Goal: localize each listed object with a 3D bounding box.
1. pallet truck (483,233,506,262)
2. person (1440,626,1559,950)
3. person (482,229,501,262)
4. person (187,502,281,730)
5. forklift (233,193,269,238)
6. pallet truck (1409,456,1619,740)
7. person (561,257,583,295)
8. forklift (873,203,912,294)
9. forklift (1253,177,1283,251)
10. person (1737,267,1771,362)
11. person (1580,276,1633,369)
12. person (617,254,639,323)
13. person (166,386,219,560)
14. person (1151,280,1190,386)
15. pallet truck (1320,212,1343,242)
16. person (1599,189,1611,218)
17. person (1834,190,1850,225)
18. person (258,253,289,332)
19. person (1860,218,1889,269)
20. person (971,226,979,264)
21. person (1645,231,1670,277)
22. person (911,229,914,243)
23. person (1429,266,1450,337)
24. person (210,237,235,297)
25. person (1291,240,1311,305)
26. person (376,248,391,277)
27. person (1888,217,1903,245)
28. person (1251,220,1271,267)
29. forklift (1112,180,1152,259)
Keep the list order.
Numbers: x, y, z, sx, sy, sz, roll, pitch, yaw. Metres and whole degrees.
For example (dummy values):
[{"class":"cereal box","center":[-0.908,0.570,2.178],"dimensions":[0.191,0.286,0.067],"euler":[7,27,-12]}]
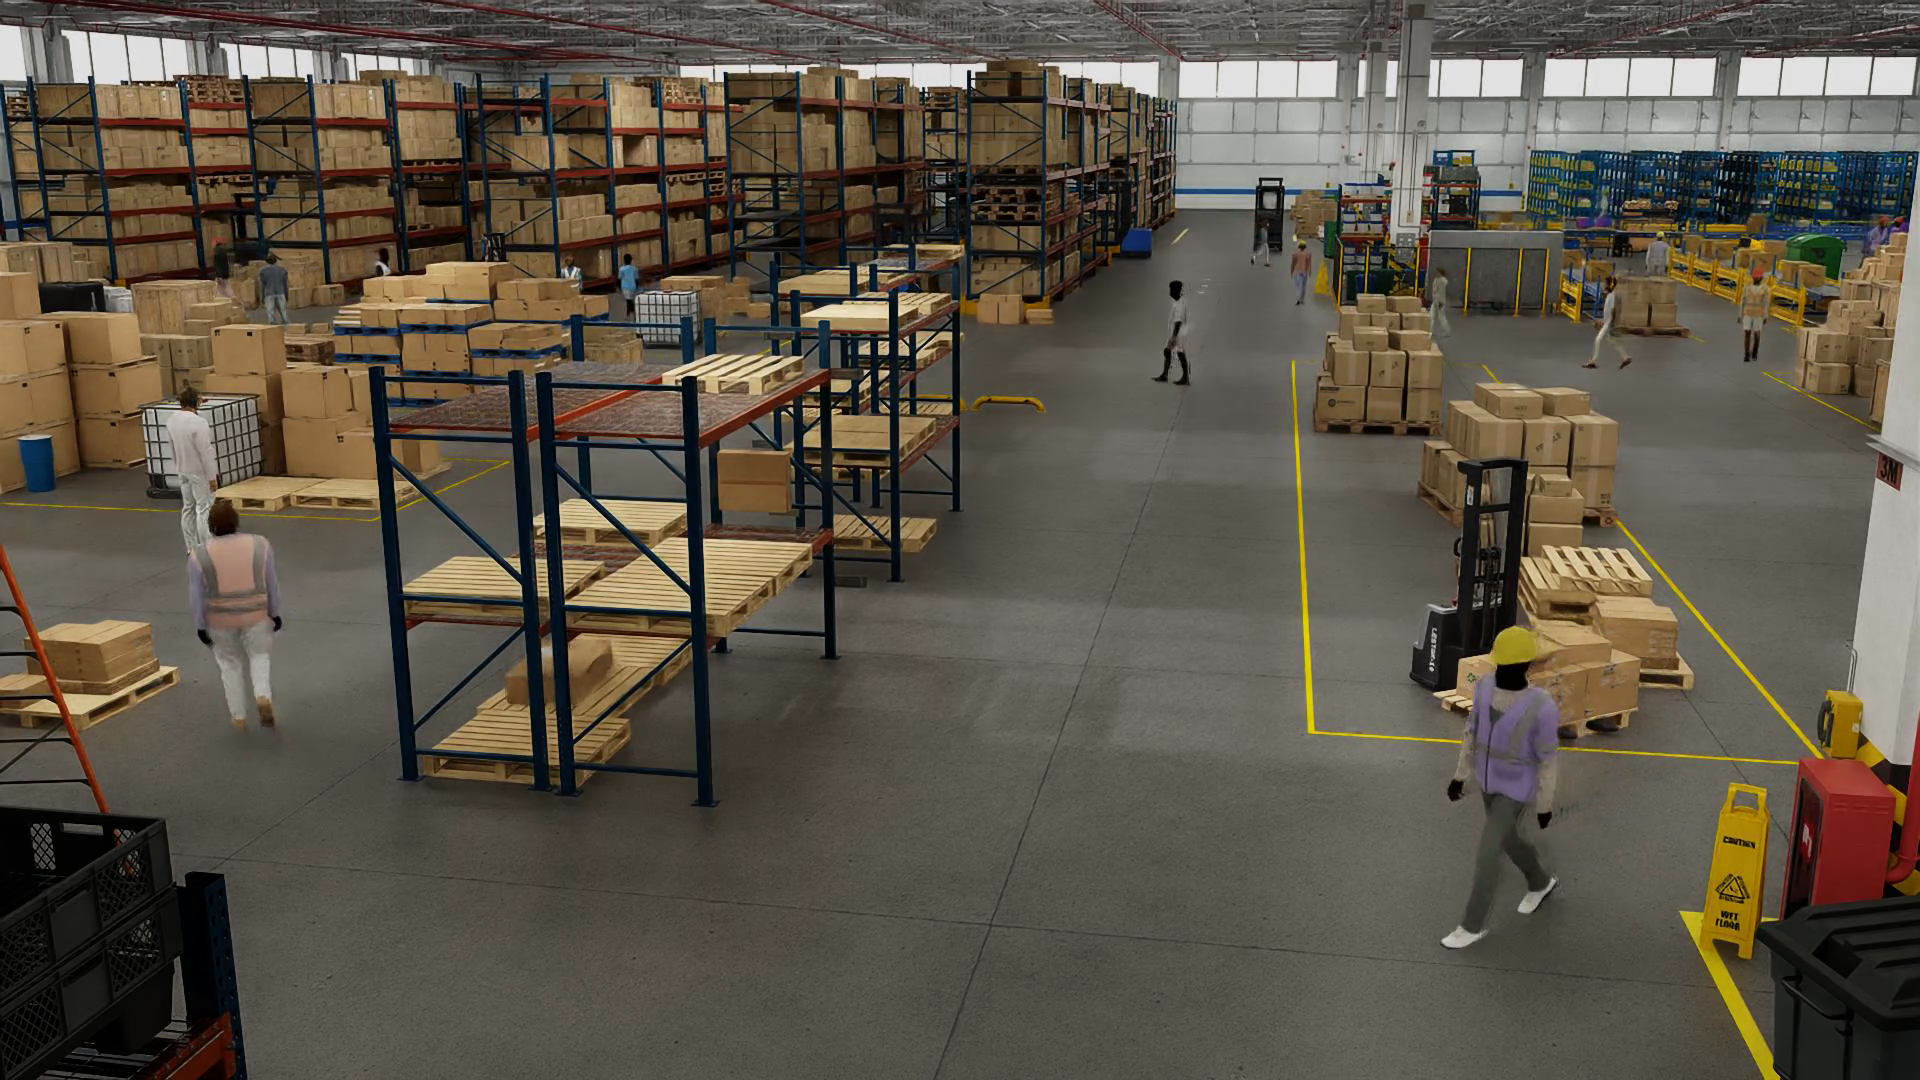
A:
[{"class":"pallet truck","center":[-11.832,-7.026,43.548],"dimensions":[1.885,1.965,0.823],"euler":[8,16,28]},{"class":"person","center":[3.205,1.384,9.638],"dimensions":[0.948,1.888,0.587],"euler":[-6,15,-23]},{"class":"person","center":[-14.199,-8.643,50.426],"dimensions":[0.632,1.846,0.429],"euler":[-11,18,-38]},{"class":"person","center":[-5.609,0.606,12.902],"dimensions":[0.649,1.829,0.482],"euler":[-8,16,-29]},{"class":"forklift","center":[-20.736,-8.815,48.993],"dimensions":[1.129,2.768,1.873],"euler":[-2,14,-7]},{"class":"pallet truck","center":[4.504,0.400,13.395],"dimensions":[0.823,1.965,1.885],"euler":[-6,15,-23]},{"class":"person","center":[-9.391,-6.032,40.264],"dimensions":[0.528,1.630,0.322],"euler":[0,14,2]},{"class":"forklift","center":[-1.699,-7.151,42.235],"dimensions":[1.129,2.768,1.873],"euler":[3,14,10]},{"class":"forklift","center":[12.083,-12.747,64.956],"dimensions":[1.129,2.768,1.873],"euler":[3,14,10]},{"class":"person","center":[16.081,-4.570,33.732],"dimensions":[0.554,1.920,0.426],"euler":[8,16,29]},{"class":"person","center":[12.779,-4.257,32.630],"dimensions":[0.925,1.837,0.519],"euler":[5,15,19]},{"class":"person","center":[-8.094,-6.164,40.747],"dimensions":[0.537,1.664,0.830],"euler":[-13,19,-43]},{"class":"person","center":[-8.268,-0.709,18.019],"dimensions":[0.634,1.940,0.367],"euler":[8,16,30]},{"class":"person","center":[3.869,-3.788,30.518],"dimensions":[0.837,1.931,0.650],"euler":[1,14,3]},{"class":"pallet truck","center":[15.874,-13.227,70.310],"dimensions":[0.680,1.201,1.601],"euler":[10,17,35]},{"class":"person","center":[31.782,-16.317,81.710],"dimensions":[0.929,1.782,0.612],"euler":[3,14,13]},{"class":"person","center":[42.102,-15.804,79.242],"dimensions":[0.629,1.979,0.629],"euler":[8,16,29]},{"class":"person","center":[-15.436,-5.493,37.465],"dimensions":[0.630,1.931,0.366],"euler":[-11,17,-37]},{"class":"person","center":[29.170,-9.305,52.984],"dimensions":[0.624,1.932,1.233],"euler":[-2,14,-9]},{"class":"person","center":[0.471,-10.486,57.503],"dimensions":[0.392,2.042,0.607],"euler":[-5,15,-20]},{"class":"person","center":[19.902,-7.912,47.520],"dimensions":[0.630,1.806,0.682],"euler":[3,14,12]},{"class":"person","center":[-1.530,-8.682,50.897],"dimensions":[0.532,1.693,0.319],"euler":[13,19,42]},{"class":"person","center":[10.865,-5.409,37.774],"dimensions":[0.702,1.613,0.533],"euler":[-3,14,-11]},{"class":"person","center":[-18.958,-6.745,42.478],"dimensions":[0.886,1.954,0.657],"euler":[1,14,2]},{"class":"person","center":[9.222,-7.239,44.985],"dimensions":[0.528,1.725,0.869],"euler":[2,14,8]},{"class":"person","center":[-13.775,-6.024,39.683],"dimensions":[0.734,1.901,0.603],"euler":[-1,14,-3]},{"class":"person","center":[29.832,-9.344,53.092],"dimensions":[0.364,1.933,0.543],"euler":[10,17,36]},{"class":"person","center":[10.442,-10.252,57.445],"dimensions":[0.641,1.611,0.505],"euler":[5,15,20]},{"class":"forklift","center":[6.082,-11.722,60.796],"dimensions":[1.873,2.768,1.129],"euler":[2,14,9]}]
